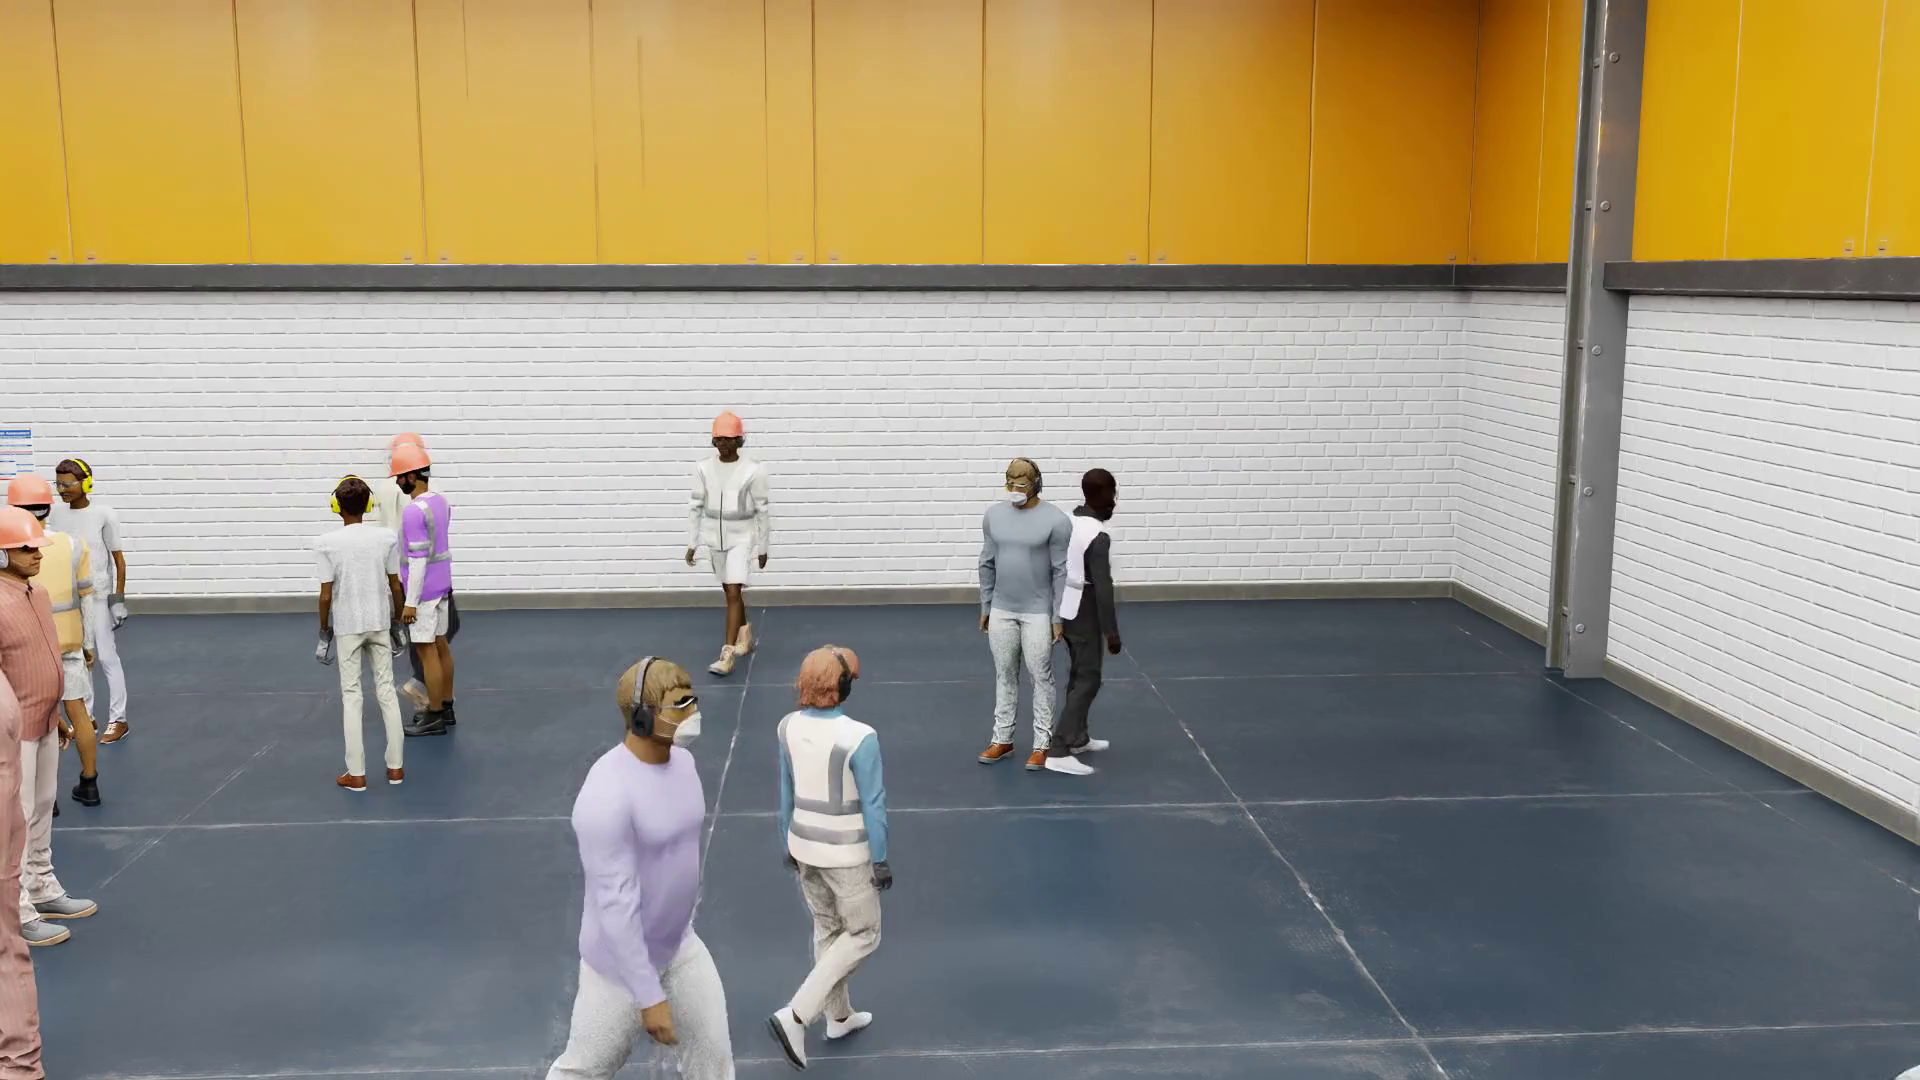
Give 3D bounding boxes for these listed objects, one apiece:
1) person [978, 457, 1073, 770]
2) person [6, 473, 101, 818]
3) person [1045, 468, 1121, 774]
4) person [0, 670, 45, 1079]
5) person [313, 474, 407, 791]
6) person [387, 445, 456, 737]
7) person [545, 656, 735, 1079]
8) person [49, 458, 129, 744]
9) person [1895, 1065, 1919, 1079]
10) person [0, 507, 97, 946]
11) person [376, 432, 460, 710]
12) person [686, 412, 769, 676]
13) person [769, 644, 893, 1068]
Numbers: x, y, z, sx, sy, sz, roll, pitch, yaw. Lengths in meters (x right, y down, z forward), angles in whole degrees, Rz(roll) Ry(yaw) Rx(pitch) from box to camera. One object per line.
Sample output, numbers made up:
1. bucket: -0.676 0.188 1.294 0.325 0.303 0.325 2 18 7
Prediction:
1. person: 0.390 0.446 10.250 0.629 1.936 0.373 5 10 28
2. person: -5.153 0.587 9.354 0.373 1.934 0.551 6 11 35
3. person: 0.729 0.476 10.265 0.528 1.874 0.665 -3 9 -17
4. person: -3.630 1.124 6.084 0.403 1.906 0.651 -6 11 -35
5. person: -3.539 0.545 9.825 0.518 1.874 0.326 -6 11 -35
6. person: -3.555 0.333 10.977 0.370 1.928 0.543 0 9 1
7. person: -0.956 1.289 5.130 1.038 1.893 0.628 3 10 20
8. person: -5.658 0.396 10.783 0.535 1.864 0.309 1 9 9
9. person: 3.352 1.295 5.541 0.503 1.726 0.504 1 9 4
10. person: -4.270 0.837 7.604 0.379 1.995 0.612 -1 9 -6
11. person: -3.792 0.229 11.596 0.649 1.946 0.510 4 10 26
12. person: -1.779 0.002 12.886 0.606 1.999 1.067 3 9 17
13. person: -0.524 1.211 6.391 0.528 1.620 0.582 8 12 41
